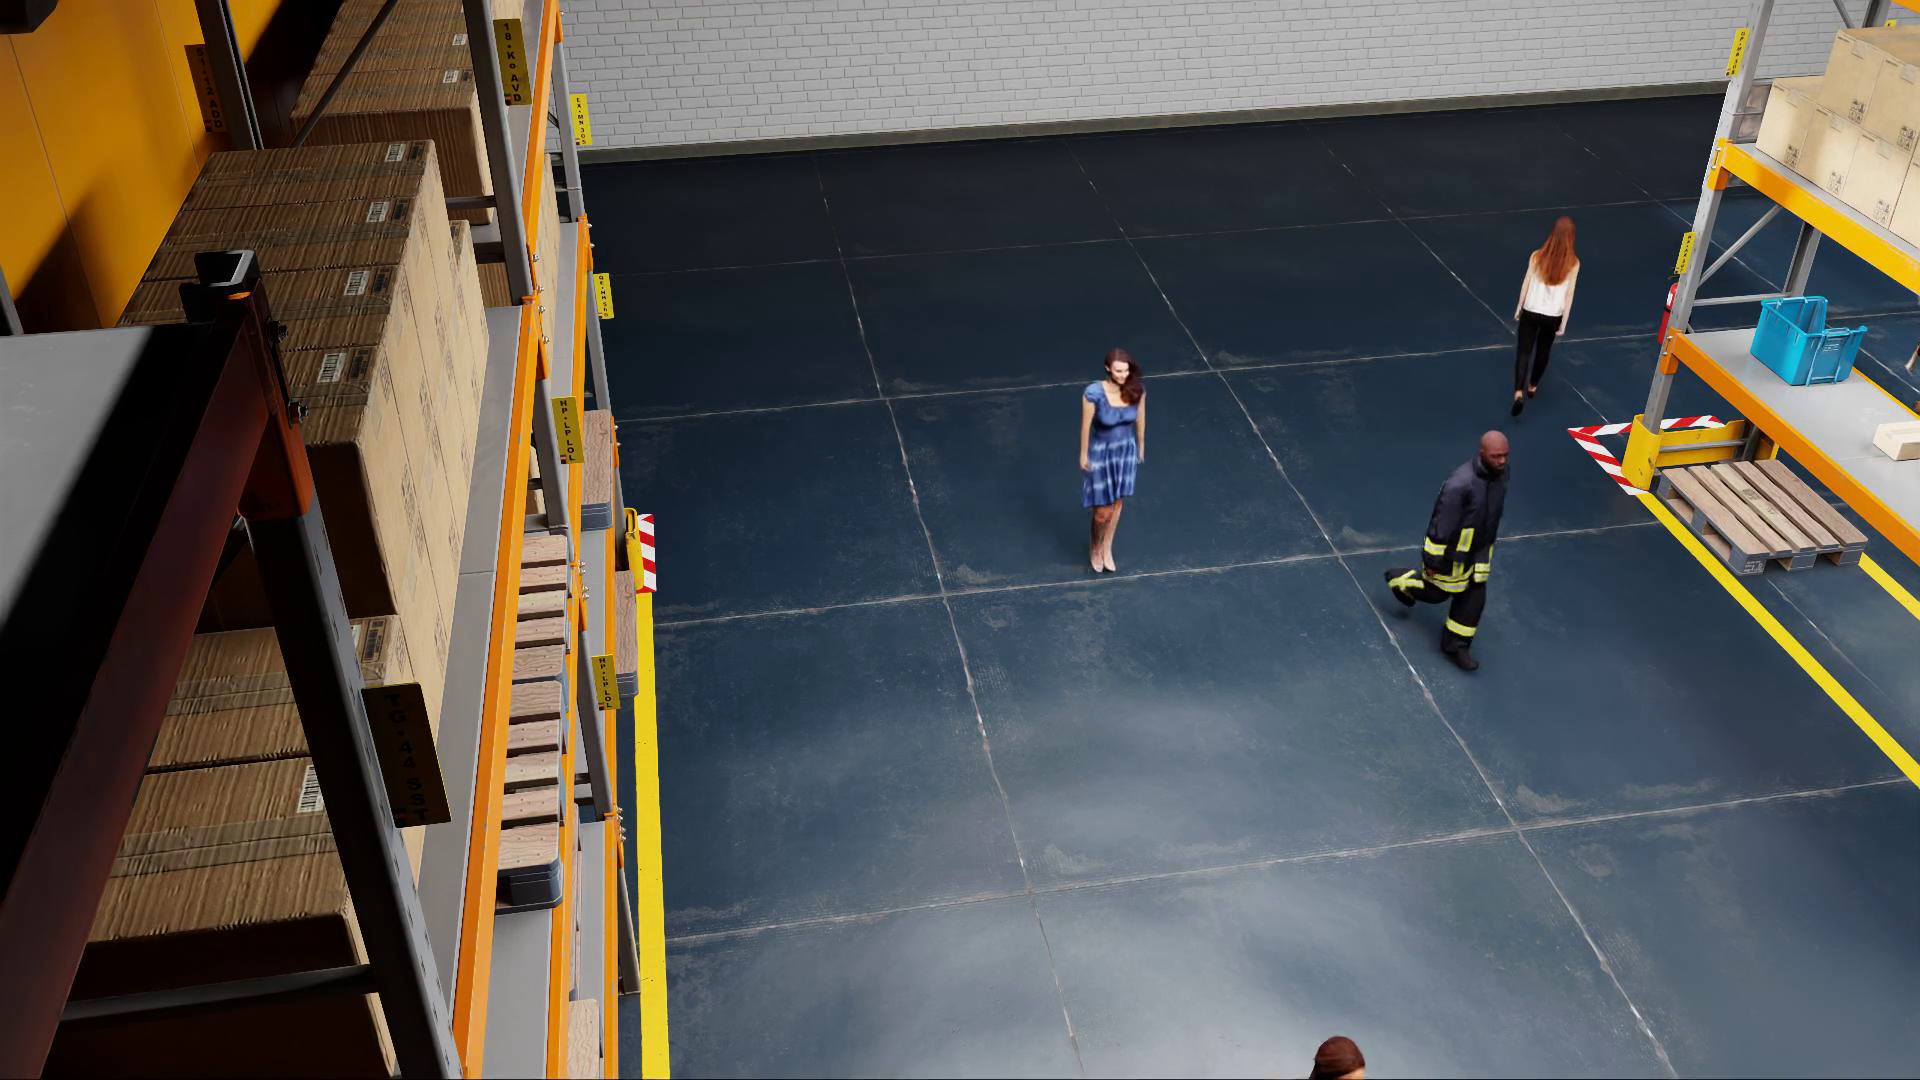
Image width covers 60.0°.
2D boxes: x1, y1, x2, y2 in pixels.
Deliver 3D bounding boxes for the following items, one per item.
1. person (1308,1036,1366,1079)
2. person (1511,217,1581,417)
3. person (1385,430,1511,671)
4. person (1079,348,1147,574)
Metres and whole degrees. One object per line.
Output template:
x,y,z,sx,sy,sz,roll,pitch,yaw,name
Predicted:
1.415,2.668,7.031,0.729,1.782,1.190,-9,35,-14,person
4.854,-1.841,13.888,0.893,1.700,1.104,11,35,16,person
3.272,-0.030,11.094,0.952,1.776,1.233,-16,37,-22,person
1.043,-0.584,11.908,0.739,1.799,0.770,-13,36,-18,person
